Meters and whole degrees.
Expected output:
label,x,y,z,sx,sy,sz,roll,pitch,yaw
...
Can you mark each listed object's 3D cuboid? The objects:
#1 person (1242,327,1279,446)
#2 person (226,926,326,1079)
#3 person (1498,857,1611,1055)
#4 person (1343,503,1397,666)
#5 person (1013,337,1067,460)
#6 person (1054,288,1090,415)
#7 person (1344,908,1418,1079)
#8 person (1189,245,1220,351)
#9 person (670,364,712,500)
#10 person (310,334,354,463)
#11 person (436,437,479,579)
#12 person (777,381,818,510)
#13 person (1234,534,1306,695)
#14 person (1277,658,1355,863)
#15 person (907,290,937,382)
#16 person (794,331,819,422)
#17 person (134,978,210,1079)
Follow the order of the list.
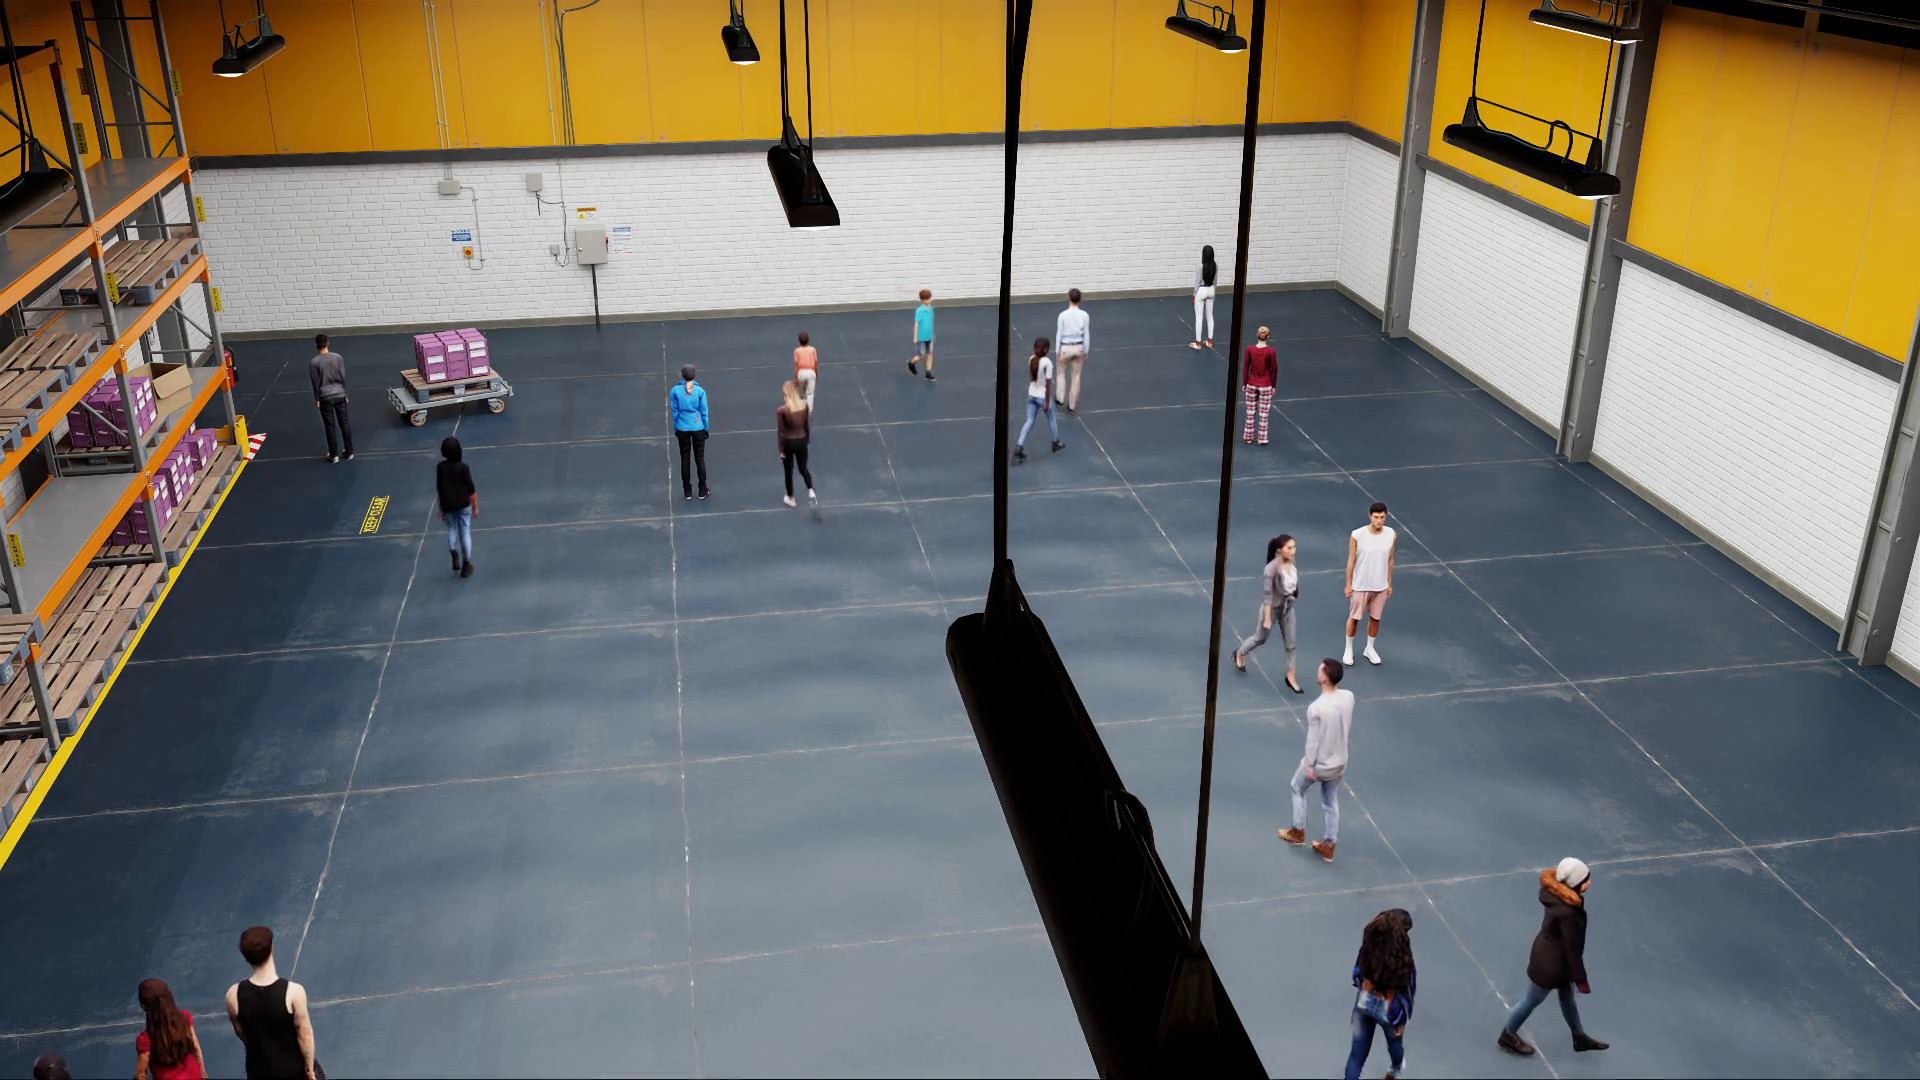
label,x,y,z,sx,sy,sz,roll,pitch,yaw
person,4.157,-2.158,23.088,0.683,1.699,0.685,9,25,20
person,-4.271,3.333,10.354,0.659,1.837,1.110,-4,24,-9
person,4.057,2.919,11.593,0.990,1.603,1.028,9,25,19
person,4.206,0.430,17.059,0.669,1.786,0.587,-1,24,-3
person,1.008,-1.869,22.458,1.097,1.673,1.166,-21,31,-40
person,1.636,-2.725,24.213,0.676,1.836,0.768,-3,24,-8
person,2.742,3.174,11.039,1.049,1.579,1.115,15,28,31
person,4.016,-3.997,27.262,0.650,1.725,0.620,-12,26,-25
person,-3.431,-1.385,21.205,0.656,1.790,0.587,1,24,1
person,-8.491,-1.934,22.497,0.688,1.761,0.678,-16,28,-31
person,-5.745,-0.338,18.931,0.625,1.694,0.656,-1,24,-2
person,-2.030,-1.153,20.800,0.830,1.690,1.042,-14,27,-29
person,3.091,0.704,16.611,1.005,1.642,1.188,-19,30,-37
person,3.083,1.851,13.766,0.814,1.819,0.888,-12,26,-25
person,-0.593,-3.184,25.760,0.740,1.437,0.848,-21,31,-39
person,-2.221,-2.357,24.060,0.557,1.284,0.902,-1,24,-2
person,-4.872,3.461,10.462,0.971,1.515,0.993,11,26,23
